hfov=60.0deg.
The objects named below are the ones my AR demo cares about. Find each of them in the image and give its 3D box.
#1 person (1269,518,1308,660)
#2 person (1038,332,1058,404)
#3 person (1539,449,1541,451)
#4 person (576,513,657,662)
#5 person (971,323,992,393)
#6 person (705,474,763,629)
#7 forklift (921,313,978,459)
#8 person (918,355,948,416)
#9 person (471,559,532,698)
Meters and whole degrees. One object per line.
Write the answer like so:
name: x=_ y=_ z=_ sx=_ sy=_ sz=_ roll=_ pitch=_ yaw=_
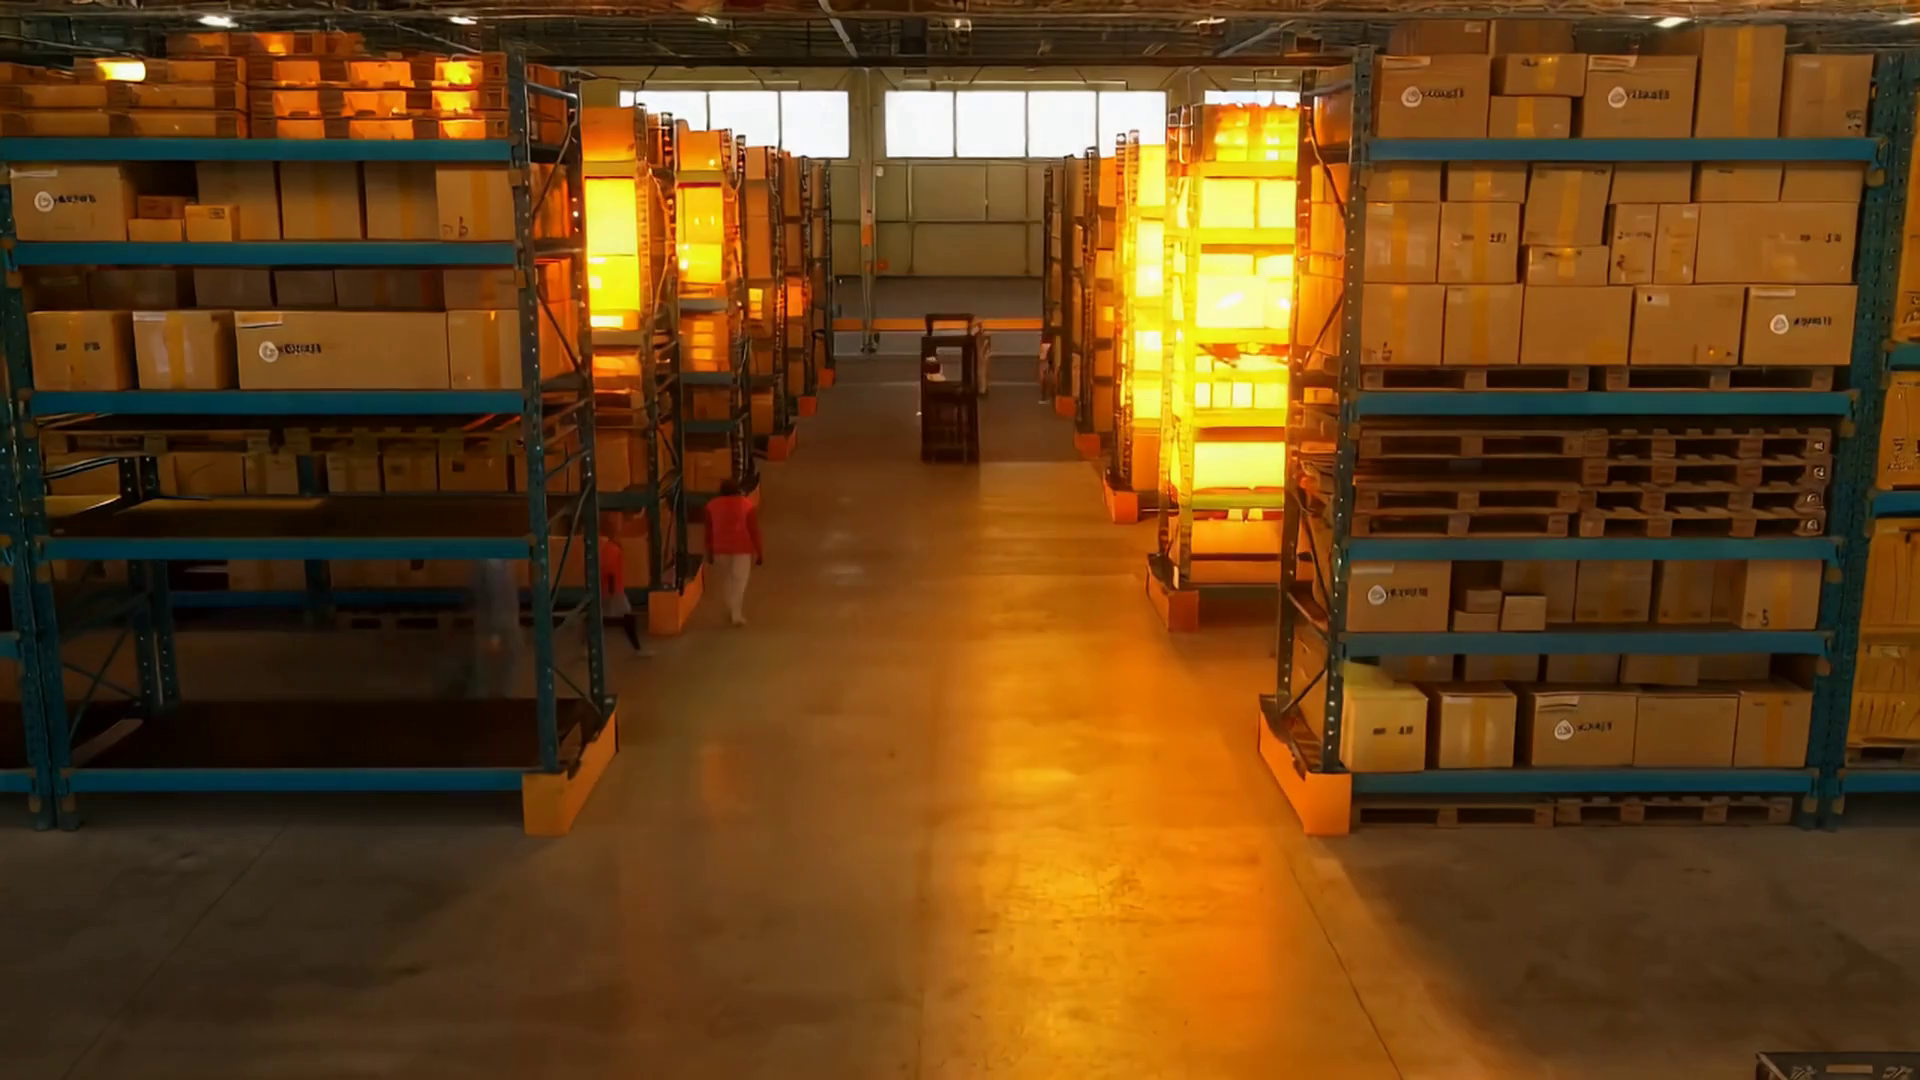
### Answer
person: x=3.653 y=0.545 z=18.153 sx=0.570 sy=1.616 sz=0.507 roll=3 pitch=12 yaw=16
person: x=2.287 y=-4.293 z=41.624 sx=0.754 sy=1.808 sz=0.612 roll=-3 pitch=12 yaw=-15
person: x=8.407 y=-0.692 z=24.318 sx=0.859 sy=1.598 sz=0.524 roll=0 pitch=11 yaw=2
person: x=-3.818 y=0.525 z=18.156 sx=0.862 sy=1.654 sz=0.543 roll=-5 pitch=13 yaw=-24
person: x=0.531 y=-4.803 z=43.987 sx=0.673 sy=1.875 sz=0.486 roll=5 pitch=12 yaw=23
person: x=-2.649 y=0.111 z=19.810 sx=0.665 sy=1.808 sz=0.778 roll=2 pitch=12 yaw=12
forklift: x=-0.209 y=-3.105 z=33.089 sx=1.129 sy=2.768 sz=1.873 roll=0 pitch=11 yaw=-1
person: x=-0.508 y=-2.677 z=33.099 sx=0.631 sy=2.020 sz=0.540 roll=3 pitch=12 yaw=15
person: x=-4.380 y=0.823 z=16.109 sx=0.755 sy=1.880 sz=0.672 roll=3 pitch=12 yaw=13
